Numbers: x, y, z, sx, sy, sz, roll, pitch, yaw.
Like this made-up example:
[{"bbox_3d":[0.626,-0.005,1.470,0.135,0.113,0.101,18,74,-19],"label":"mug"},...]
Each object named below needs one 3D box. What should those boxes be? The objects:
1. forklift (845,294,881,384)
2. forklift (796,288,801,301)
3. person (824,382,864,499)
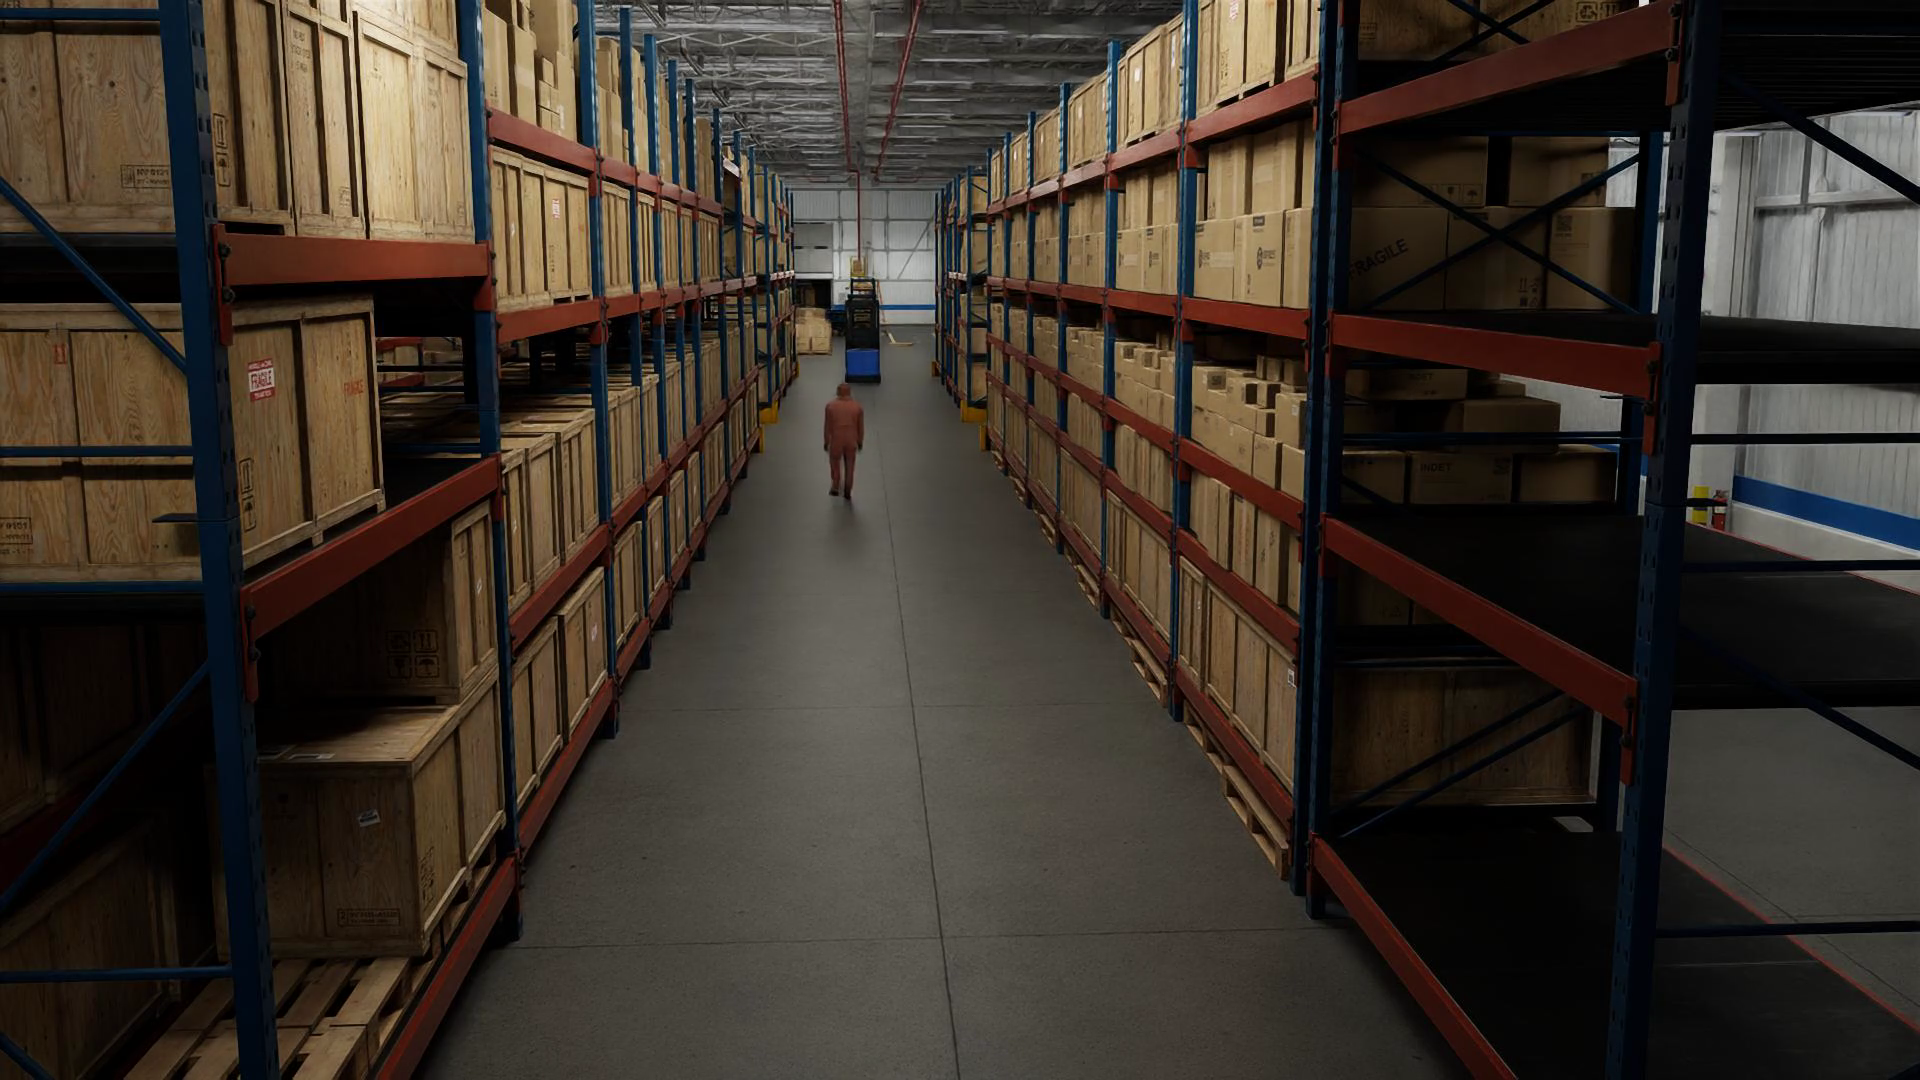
[{"bbox_3d":[-3.073,-6.352,52.412,1.129,2.768,1.873,-1,10,-4],"label":"forklift"},{"bbox_3d":[-8.167,-11.076,80.630,1.129,2.768,1.873,-6,11,-31],"label":"forklift"},{"bbox_3d":[-1.919,-1.637,27.212,0.679,1.878,0.817,-2,10,-13],"label":"person"}]
